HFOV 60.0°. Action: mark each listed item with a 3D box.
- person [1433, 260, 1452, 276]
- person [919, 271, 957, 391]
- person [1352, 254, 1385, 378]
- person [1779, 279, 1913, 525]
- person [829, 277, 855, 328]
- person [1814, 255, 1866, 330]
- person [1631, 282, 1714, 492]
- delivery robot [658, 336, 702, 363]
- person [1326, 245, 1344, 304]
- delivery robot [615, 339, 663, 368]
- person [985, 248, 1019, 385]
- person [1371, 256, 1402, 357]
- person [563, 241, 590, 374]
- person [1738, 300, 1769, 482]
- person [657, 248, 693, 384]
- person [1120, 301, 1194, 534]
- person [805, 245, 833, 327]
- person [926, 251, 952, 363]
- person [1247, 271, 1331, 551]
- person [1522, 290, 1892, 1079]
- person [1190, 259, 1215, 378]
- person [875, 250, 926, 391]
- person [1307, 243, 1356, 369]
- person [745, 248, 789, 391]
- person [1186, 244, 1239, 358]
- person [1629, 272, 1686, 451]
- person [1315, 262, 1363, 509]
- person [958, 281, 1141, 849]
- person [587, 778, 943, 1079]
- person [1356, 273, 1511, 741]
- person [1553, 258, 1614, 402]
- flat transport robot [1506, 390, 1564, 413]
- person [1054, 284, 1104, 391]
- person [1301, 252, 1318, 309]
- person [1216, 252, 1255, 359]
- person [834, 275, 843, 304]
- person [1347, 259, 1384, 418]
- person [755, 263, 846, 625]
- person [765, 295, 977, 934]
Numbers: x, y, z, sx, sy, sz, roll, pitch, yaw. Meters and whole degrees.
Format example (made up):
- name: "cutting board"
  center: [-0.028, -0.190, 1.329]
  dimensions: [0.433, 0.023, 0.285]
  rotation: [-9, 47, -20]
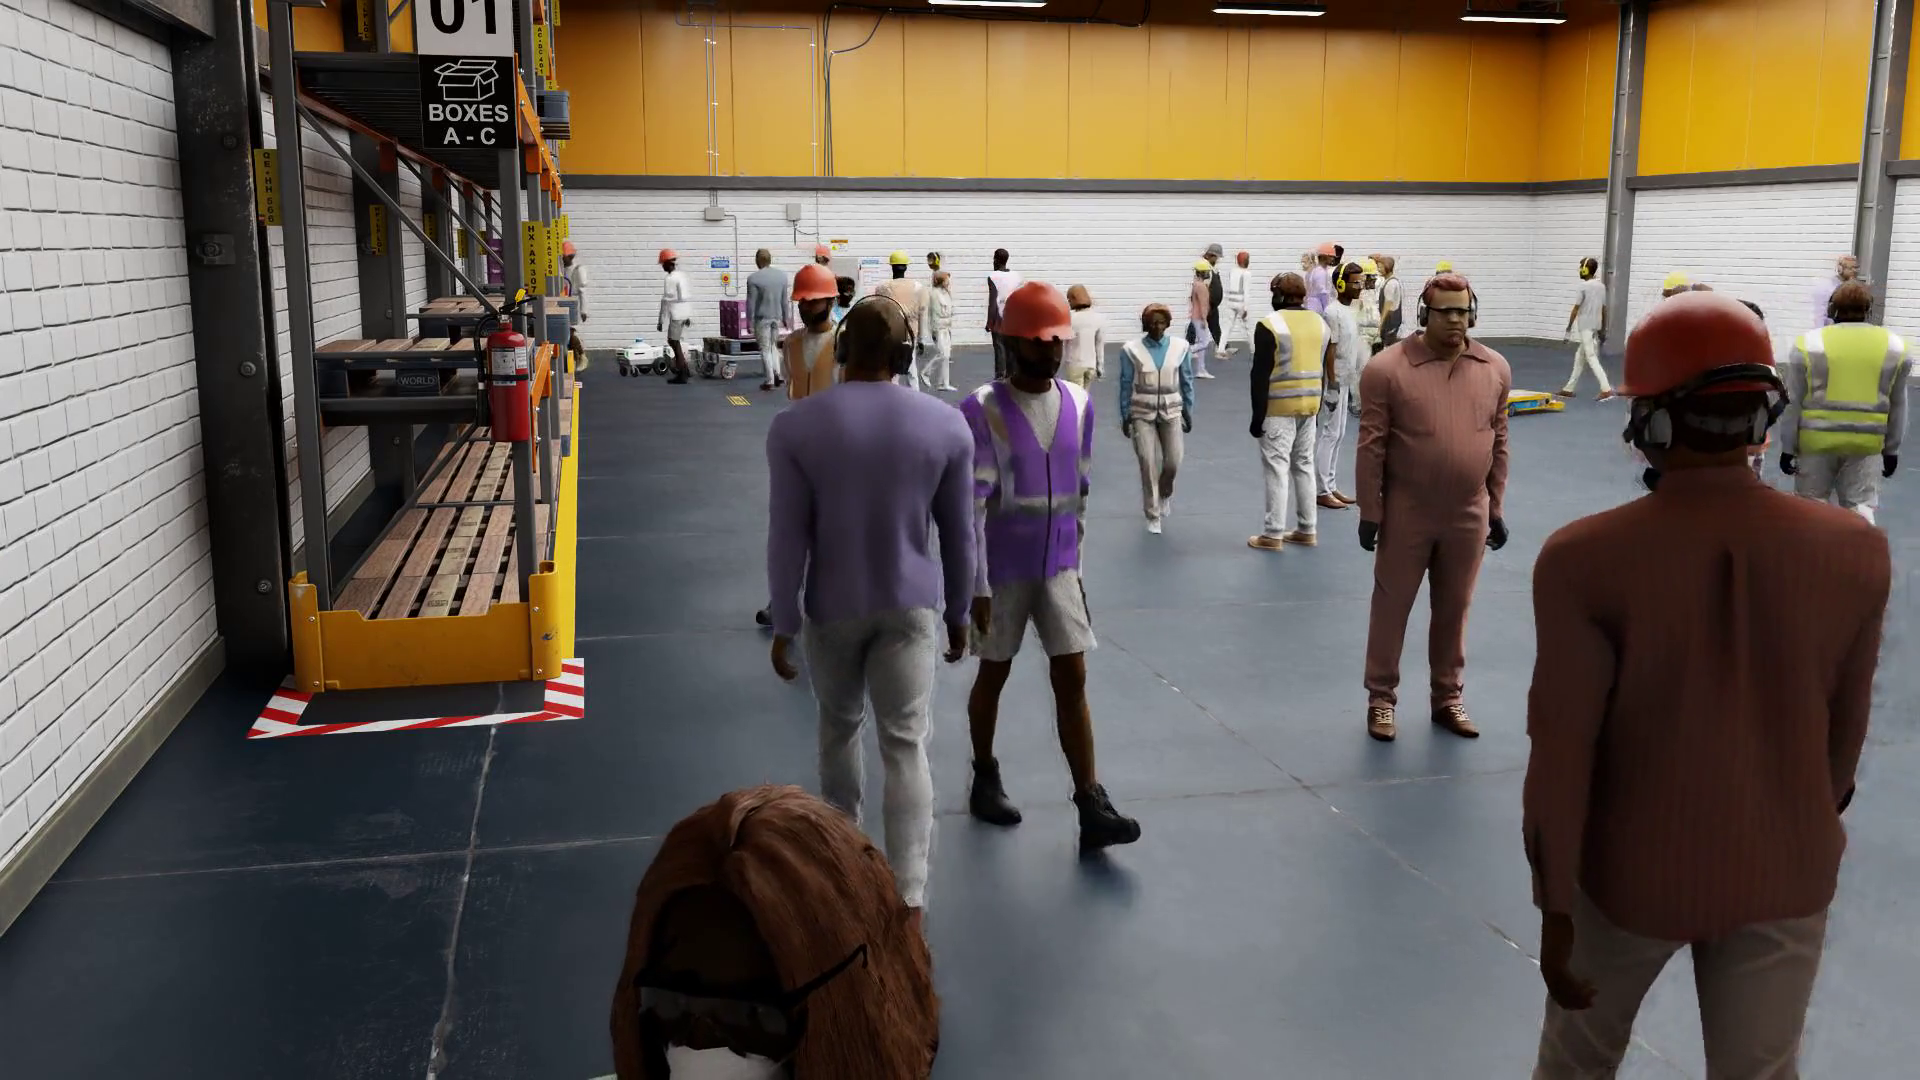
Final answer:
- name: "person"
  center: [7.487, -3.453, 25.681]
  dimensions: [0.554, 1.729, 0.497]
  rotation: [0, 10, 3]
- name: "person"
  center: [-0.284, -2.813, 22.431]
  dimensions: [0.420, 1.625, 0.543]
  rotation: [4, 11, 23]
- name: "person"
  center: [6.190, -3.340, 24.784]
  dimensions: [0.959, 1.849, 0.572]
  rotation: [-5, 11, -26]
- name: "person"
  center: [4.867, -0.517, 9.184]
  dimensions: [0.633, 1.826, 0.630]
  rotation: [2, 11, 13]
- name: "person"
  center: [-1.214, -1.920, 17.396]
  dimensions: [0.544, 1.647, 0.859]
  rotation: [-6, 12, -31]
- name: "person"
  center: [9.950, -2.259, 18.712]
  dimensions: [0.672, 1.856, 0.970]
  rotation: [-1, 10, -5]
- name: "person"
  center: [3.772, -0.470, 8.944]
  dimensions: [0.688, 1.819, 0.650]
  rotation: [9, 13, 40]
- name: "delivery robot"
  center: [-4.301, -2.881, 25.528]
  dimensions: [0.477, 0.478, 0.707]
  rotation: [9, 13, 40]
- name: "person"
  center: [5.718, -3.518, 25.406]
  dimensions: [0.610, 1.965, 0.363]
  rotation: [-7, 12, -34]
- name: "delivery robot"
  center: [-4.821, -2.786, 25.004]
  dimensions: [0.477, 0.478, 0.707]
  rotation: [9, 14, 43]
- name: "person"
  center: [0.590, -3.092, 23.168]
  dimensions: [0.392, 1.922, 0.591]
  rotation: [8, 13, 39]
- name: "person"
  center: [5.638, -2.878, 22.265]
  dimensions: [0.708, 1.817, 0.537]
  rotation: [1, 10, 6]
- name: "person"
  center: [-5.933, -3.516, 25.235]
  dimensions: [0.636, 2.026, 0.421]
  rotation: [8, 13, 38]
- name: "person"
  center: [4.451, -0.523, 9.555]
  dimensions: [0.322, 1.697, 0.536]
  rotation: [9, 14, 42]
- name: "person"
  center: [-4.053, -3.160, 23.545]
  dimensions: [0.424, 1.918, 0.579]
  rotation: [2, 10, 10]
- name: "person"
  center: [1.374, -0.866, 11.682]
  dimensions: [0.526, 1.622, 0.491]
  rotation: [0, 10, -2]
- name: "person"
  center: [-2.260, -3.831, 27.221]
  dimensions: [0.897, 1.934, 0.659]
  rotation: [1, 10, 8]
- name: "person"
  center: [-0.344, -3.844, 27.542]
  dimensions: [0.457, 1.844, 0.538]
  rotation: [-3, 11, -18]
- name: "person"
  center: [2.158, -0.847, 10.994]
  dimensions: [0.627, 1.835, 0.432]
  rotation: [-7, 12, -33]
- name: "person"
  center: [1.264, 0.543, 2.960]
  dimensions: [0.619, 1.942, 1.002]
  rotation: [1, 10, 4]
- name: "person"
  center: [3.470, -3.243, 24.471]
  dimensions: [0.566, 1.750, 0.535]
  rotation: [0, 10, 0]
- name: "person"
  center: [-0.674, -2.252, 18.497]
  dimensions: [0.595, 1.925, 0.371]
  rotation: [-4, 11, -23]
- name: "person"
  center: [5.435, -3.408, 24.731]
  dimensions: [1.046, 1.982, 0.636]
  rotation: [3, 11, 16]
- name: "person"
  center: [-2.636, -2.978, 22.524]
  dimensions: [0.663, 1.924, 0.437]
  rotation: [-10, 14, -43]
- name: "person"
  center: [4.307, -4.130, 28.591]
  dimensions: [1.017, 2.000, 0.739]
  rotation: [5, 11, 26]
- name: "person"
  center: [6.680, -1.656, 15.723]
  dimensions: [0.548, 1.720, 0.867]
  rotation: [10, 14, 43]
- name: "person"
  center: [2.900, -1.178, 12.708]
  dimensions: [0.311, 1.869, 0.530]
  rotation: [5, 11, 26]
- name: "person"
  center: [0.272, 0.099, 5.557]
  dimensions: [0.561, 1.892, 0.896]
  rotation: [-5, 11, -26]
- name: "person"
  center: [-0.140, 0.985, 1.374]
  dimensions: [0.500, 1.634, 0.286]
  rotation: [3, 11, 16]
- name: "person"
  center: [1.937, -0.125, 6.778]
  dimensions: [0.652, 1.904, 0.402]
  rotation: [-1, 10, -7]
- name: "person"
  center: [8.002, -2.678, 21.185]
  dimensions: [0.541, 1.822, 0.993]
  rotation: [-7, 12, -33]
- name: "flat transport robot"
  center: [6.434, -1.629, 19.636]
  dimensions: [1.431, 0.197, 0.652]
  rotation: [-8, 13, -36]
- name: "person"
  center: [1.094, -1.640, 15.991]
  dimensions: [0.510, 1.610, 0.633]
  rotation: [-7, 12, -34]
- name: "person"
  center: [5.795, -3.675, 26.629]
  dimensions: [0.857, 1.858, 0.653]
  rotation: [1, 10, 4]
- name: "person"
  center: [4.807, -4.008, 28.524]
  dimensions: [1.027, 1.831, 0.575]
  rotation: [-7, 12, -35]
- name: "person"
  center: [-1.739, -2.567, 21.140]
  dimensions: [0.600, 1.606, 0.512]
  rotation: [-2, 10, -12]
- name: "person"
  center: [4.615, -2.300, 19.051]
  dimensions: [0.423, 1.821, 0.618]
  rotation: [5, 11, 26]
- name: "person"
  center: [-0.770, -0.482, 8.752]
  dimensions: [0.558, 1.902, 0.861]
  rotation: [5, 11, 26]
- name: "person"
  center: [-0.256, 0.211, 5.007]
  dimensions: [0.642, 1.884, 1.036]
  rotation: [-1, 10, -8]
